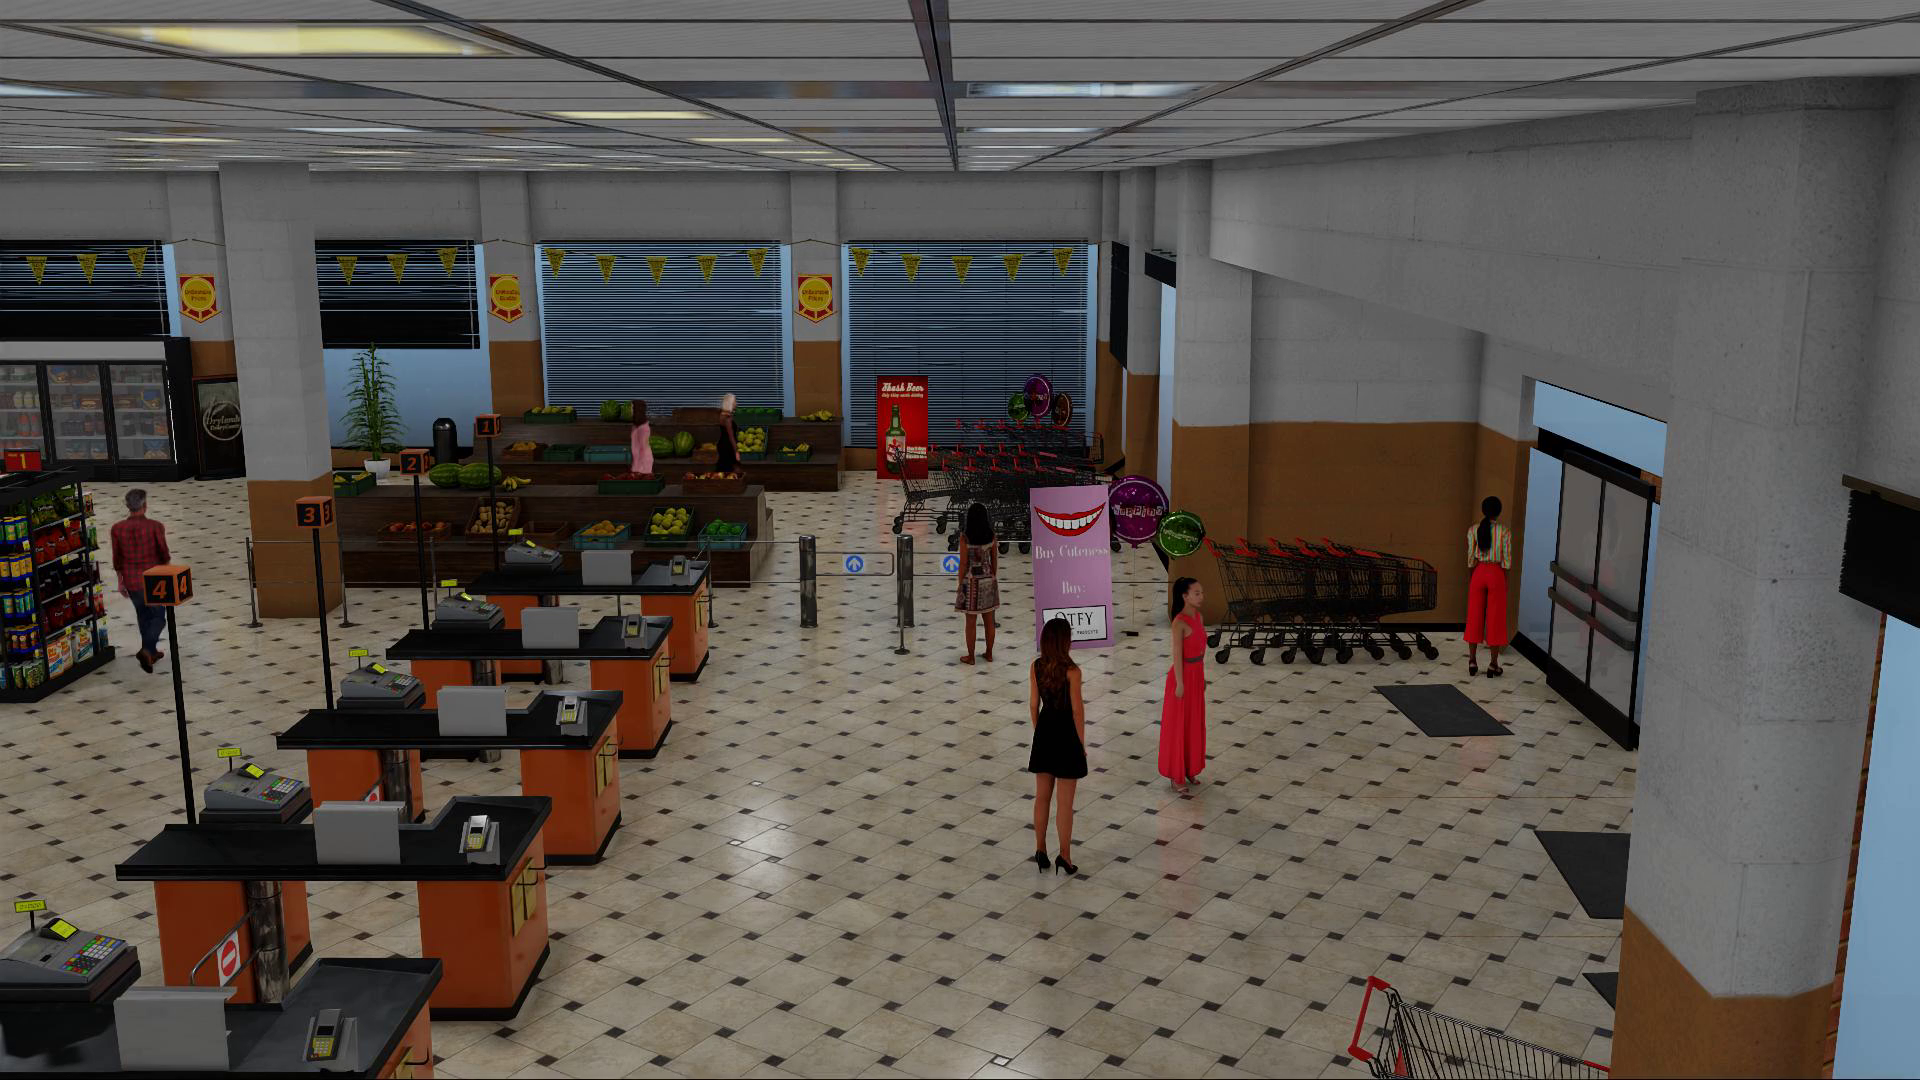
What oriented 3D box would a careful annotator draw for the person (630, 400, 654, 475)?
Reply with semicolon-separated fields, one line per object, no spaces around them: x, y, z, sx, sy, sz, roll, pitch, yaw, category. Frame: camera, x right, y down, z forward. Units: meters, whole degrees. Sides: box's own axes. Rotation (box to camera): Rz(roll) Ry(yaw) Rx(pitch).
-4.444;-1.105;23.673;0.784;1.792;0.724;-3;12;-15;person

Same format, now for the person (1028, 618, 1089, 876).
0.667;1.431;11.521;0.626;1.835;0.723;8;14;32;person

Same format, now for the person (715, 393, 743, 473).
-3.578;-1.309;24.843;1.071;1.709;0.779;-3;12;-15;person

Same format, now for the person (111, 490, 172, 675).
-8.040;0.441;16.328;1.091;1.793;0.805;-1;12;-4;person

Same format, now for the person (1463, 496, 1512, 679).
5.168;0.451;16.279;0.640;1.792;0.743;7;14;31;person

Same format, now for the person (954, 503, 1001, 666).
0.180;0.430;16.740;0.640;1.645;0.784;-6;13;-27;person

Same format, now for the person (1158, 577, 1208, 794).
1.794;1.134;13.196;0.747;1.727;0.713;8;15;35;person
